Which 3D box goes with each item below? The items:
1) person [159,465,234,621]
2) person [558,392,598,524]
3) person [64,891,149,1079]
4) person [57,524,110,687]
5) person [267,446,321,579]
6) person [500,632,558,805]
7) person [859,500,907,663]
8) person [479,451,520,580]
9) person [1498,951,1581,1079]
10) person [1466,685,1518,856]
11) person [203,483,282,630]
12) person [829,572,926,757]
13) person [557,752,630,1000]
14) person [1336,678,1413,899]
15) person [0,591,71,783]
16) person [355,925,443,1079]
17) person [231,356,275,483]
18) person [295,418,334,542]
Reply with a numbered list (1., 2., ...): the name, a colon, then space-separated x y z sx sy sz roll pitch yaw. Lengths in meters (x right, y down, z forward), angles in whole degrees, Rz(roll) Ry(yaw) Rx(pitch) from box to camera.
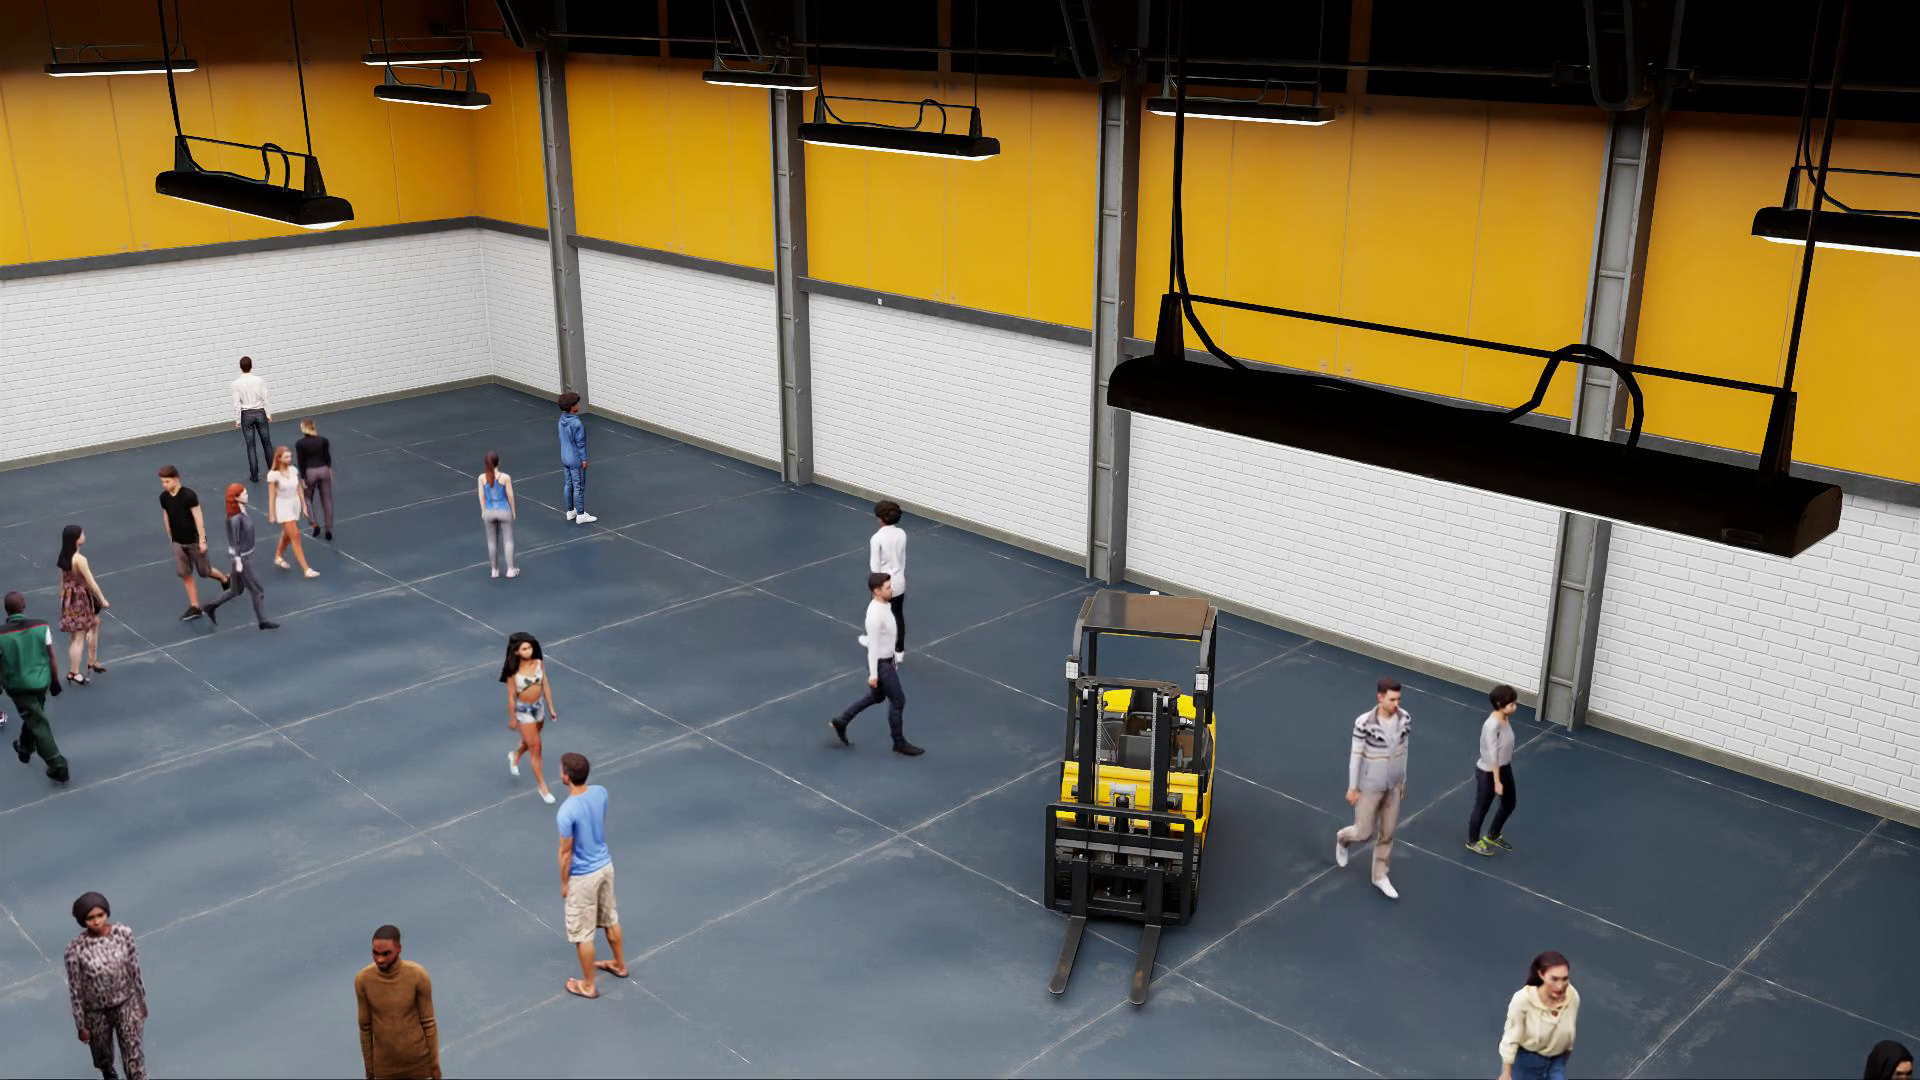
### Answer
1. person: -8.920 -0.017 19.397 1.129 1.836 1.100 3 19 9
2. person: -5.286 -1.140 22.774 0.730 1.810 0.486 -17 25 -41
3. person: -5.460 3.001 10.667 0.701 1.689 1.109 -13 22 -33
4. person: -9.270 0.721 17.340 0.689 1.752 0.736 13 22 33
5. person: -8.417 -0.358 20.708 1.200 1.647 0.789 11 21 29
6. person: -3.936 1.572 15.059 1.052 1.593 0.653 13 23 34
7. person: -0.719 0.470 18.029 0.741 1.788 0.947 -13 23 -34
8. person: -5.740 -0.318 20.648 0.650 1.608 0.699 -1 19 -4
9. person: 3.499 3.201 10.197 1.017 1.610 1.149 -3 19 -9
10. person: 4.441 1.933 14.071 0.571 1.539 0.557 16 24 39
11. person: -8.202 0.226 18.812 1.025 1.750 1.068 -3 19 -10
12. person: -0.841 1.178 15.847 1.220 1.839 1.108 1 19 4
13. person: -2.699 2.418 12.133 0.665 1.858 0.703 11 22 30
14. person: 3.364 1.953 13.544 0.921 1.839 1.051 -7 20 -19
15. person: -8.513 1.409 15.270 1.227 1.769 0.784 14 23 35
16. person: -3.368 3.129 10.086 0.705 1.817 0.752 -1 19 -4
17. person: -10.459 -1.800 24.638 0.712 1.871 0.630 -11 21 -29
18. person: -8.451 -0.777 21.931 0.658 1.660 0.657 -12 22 -32
